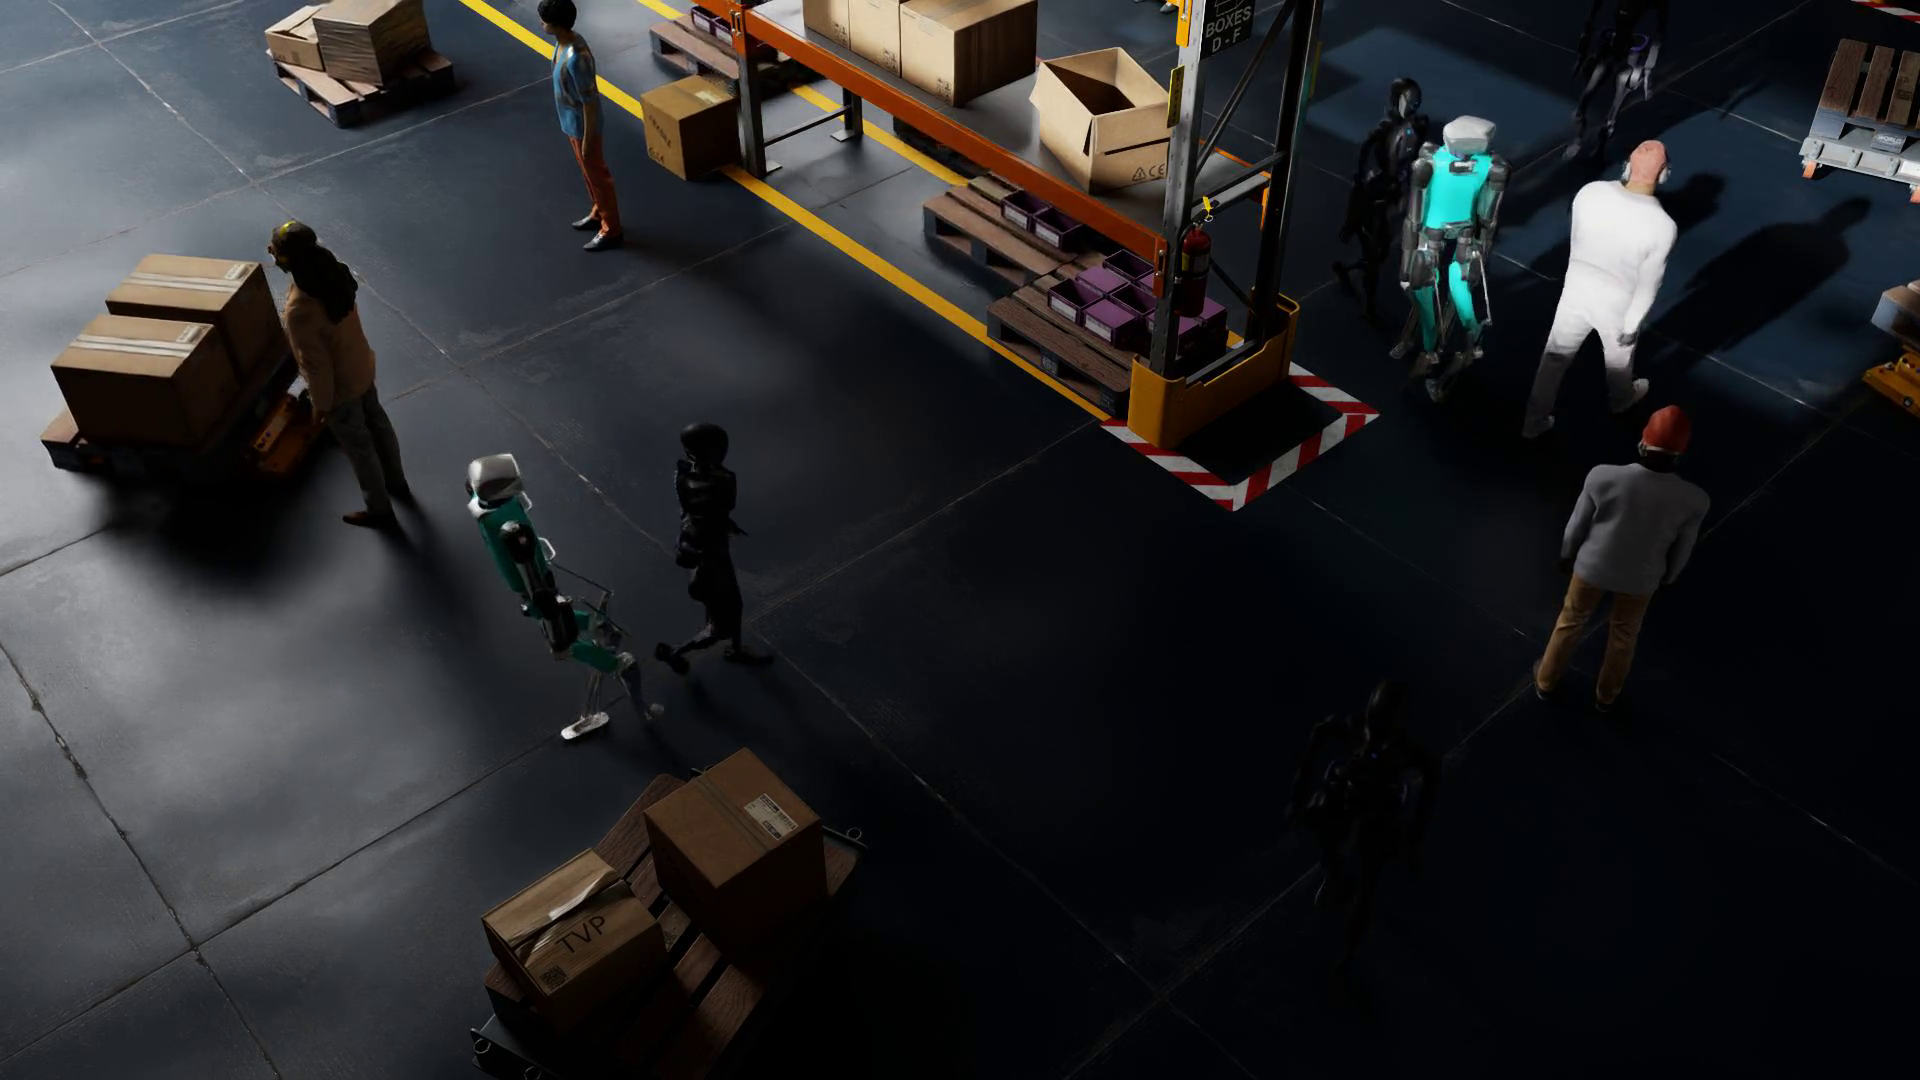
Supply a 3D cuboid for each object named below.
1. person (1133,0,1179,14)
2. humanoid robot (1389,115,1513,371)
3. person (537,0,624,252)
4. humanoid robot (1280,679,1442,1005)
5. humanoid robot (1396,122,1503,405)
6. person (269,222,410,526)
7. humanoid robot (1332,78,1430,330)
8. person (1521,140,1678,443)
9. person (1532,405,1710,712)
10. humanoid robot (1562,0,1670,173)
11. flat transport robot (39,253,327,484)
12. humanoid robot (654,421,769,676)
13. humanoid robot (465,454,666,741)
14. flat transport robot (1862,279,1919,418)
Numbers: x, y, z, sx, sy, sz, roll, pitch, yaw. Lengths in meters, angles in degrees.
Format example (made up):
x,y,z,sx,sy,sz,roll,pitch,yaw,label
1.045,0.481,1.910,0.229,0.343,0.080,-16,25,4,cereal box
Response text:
x,y,z,sx,sy,sz,roll,pitch,yaw,label
1.740,-5.292,13.694,0.561,1.836,0.379,34,52,31,person
2.953,-1.811,9.945,0.530,1.739,0.708,20,46,20,humanoid robot
-2.502,-2.743,10.974,0.318,1.763,0.492,-15,45,-15,person
1.615,1.165,6.815,0.609,1.621,0.768,17,45,18,humanoid robot
2.851,-1.457,9.602,0.536,1.797,0.735,-8,43,-9,humanoid robot
-3.286,-0.869,8.855,0.402,1.877,0.553,6,43,6,person
2.621,-2.130,10.417,0.615,1.663,0.672,-23,47,-23,humanoid robot
3.711,-1.426,9.477,0.936,1.856,0.635,-32,51,-30,person
3.142,0.093,7.908,0.562,1.741,0.369,13,44,14,person
4.630,-3.358,11.710,0.596,1.647,0.334,23,47,23,humanoid robot
-4.533,-0.677,9.831,1.431,0.231,0.659,6,43,6,flat transport robot
-1.256,0.045,8.015,0.540,1.643,0.613,2,43,3,humanoid robot
-1.754,0.286,7.775,0.810,1.870,0.538,-24,48,-24,humanoid robot
6.359,-1.067,10.255,1.431,0.231,0.659,-19,46,-19,flat transport robot
